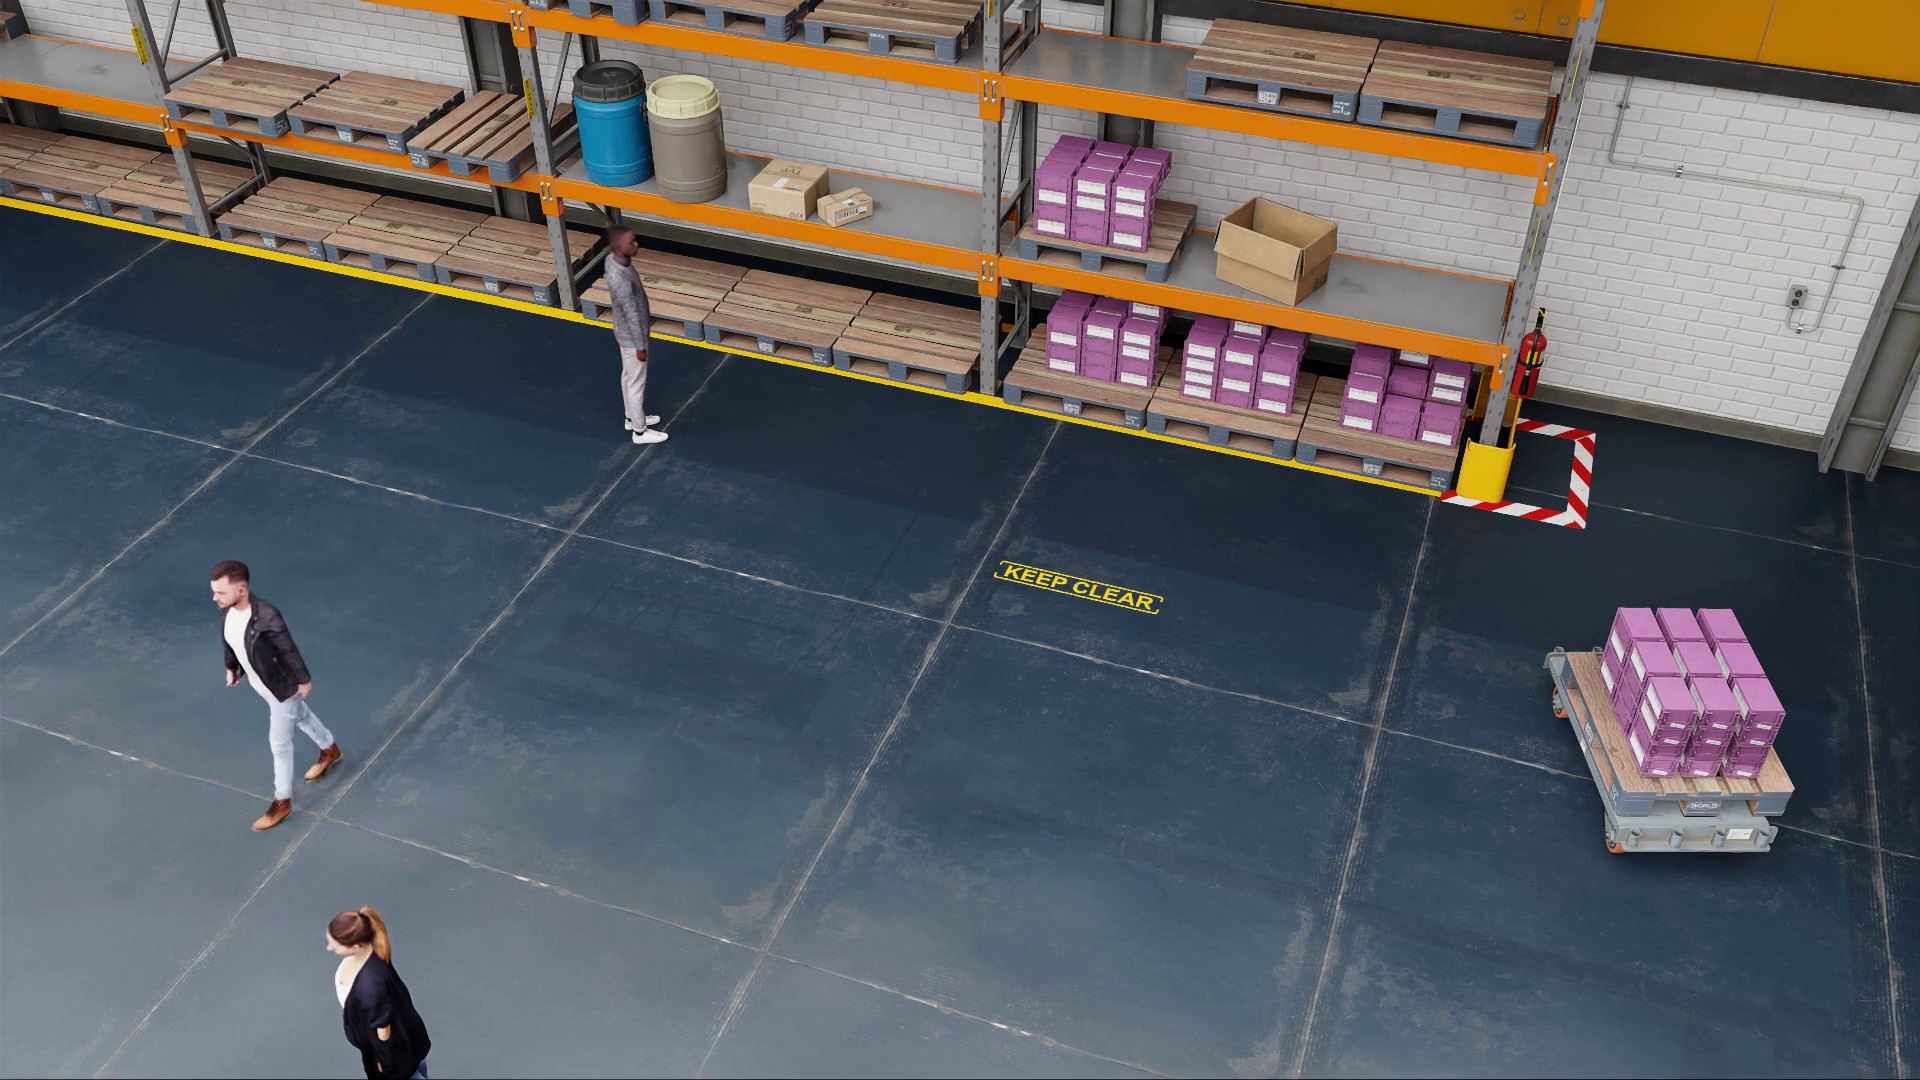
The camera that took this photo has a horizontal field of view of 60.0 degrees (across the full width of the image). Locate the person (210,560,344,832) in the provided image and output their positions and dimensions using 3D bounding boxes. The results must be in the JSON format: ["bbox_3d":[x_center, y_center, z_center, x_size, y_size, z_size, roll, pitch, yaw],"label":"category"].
[{"bbox_3d":[-4.020,0.791,9.942,1.007,1.809,0.889,23,44,26],"label":"person"}]

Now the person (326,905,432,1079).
[{"bbox_3d":[-2.776,2.353,8.080,0.768,1.691,0.715,-15,41,-18],"label":"person"}]

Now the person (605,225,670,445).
[{"bbox_3d":[-2.565,-1.606,12.921,0.786,1.836,0.757,-12,40,-15],"label":"person"}]
